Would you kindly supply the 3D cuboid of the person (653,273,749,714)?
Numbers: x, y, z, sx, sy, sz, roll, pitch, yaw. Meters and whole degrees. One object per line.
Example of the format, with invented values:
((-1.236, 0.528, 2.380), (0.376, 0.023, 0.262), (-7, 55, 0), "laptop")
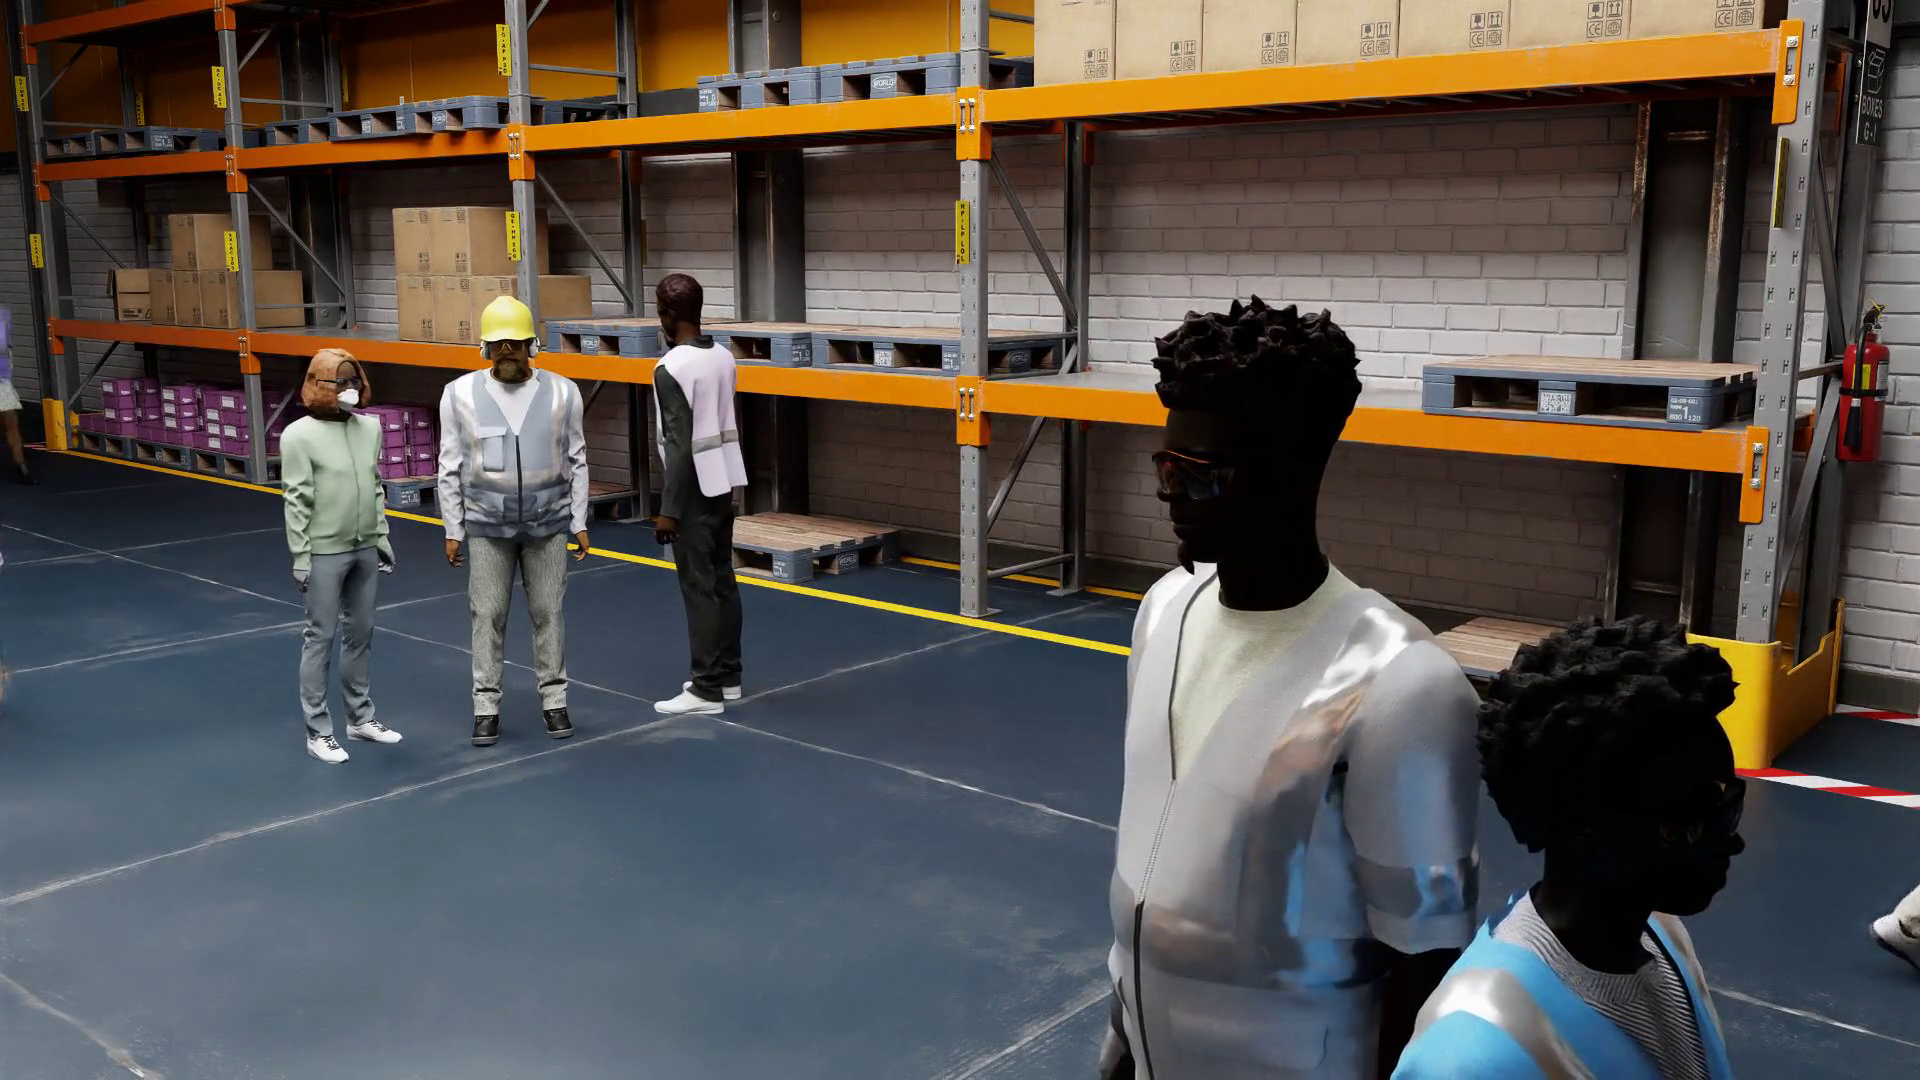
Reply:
((-1.136, -0.192, 7.239), (0.396, 1.913, 0.590), (3, 10, 15), "person")

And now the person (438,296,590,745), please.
((-1.811, -0.075, 6.803), (0.600, 1.829, 0.404), (-3, 11, -19), "person")

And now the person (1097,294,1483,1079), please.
((0.370, 0.679, 2.143), (0.362, 1.960, 0.611), (-5, 11, -28), "person")

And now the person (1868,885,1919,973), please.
((2.658, 0.483, 4.246), (0.531, 1.611, 0.566), (-8, 13, -38), "person")

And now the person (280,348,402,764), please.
((-2.461, 0.055, 6.628), (0.266, 1.631, 0.507), (5, 11, 25), "person")

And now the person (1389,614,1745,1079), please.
((0.575, 0.902, 1.618), (0.320, 1.698, 0.531), (7, 12, 36), "person")

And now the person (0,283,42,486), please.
((-8.356, -1.410, 14.253), (1.003, 1.894, 0.565), (5, 11, 27), "person")
